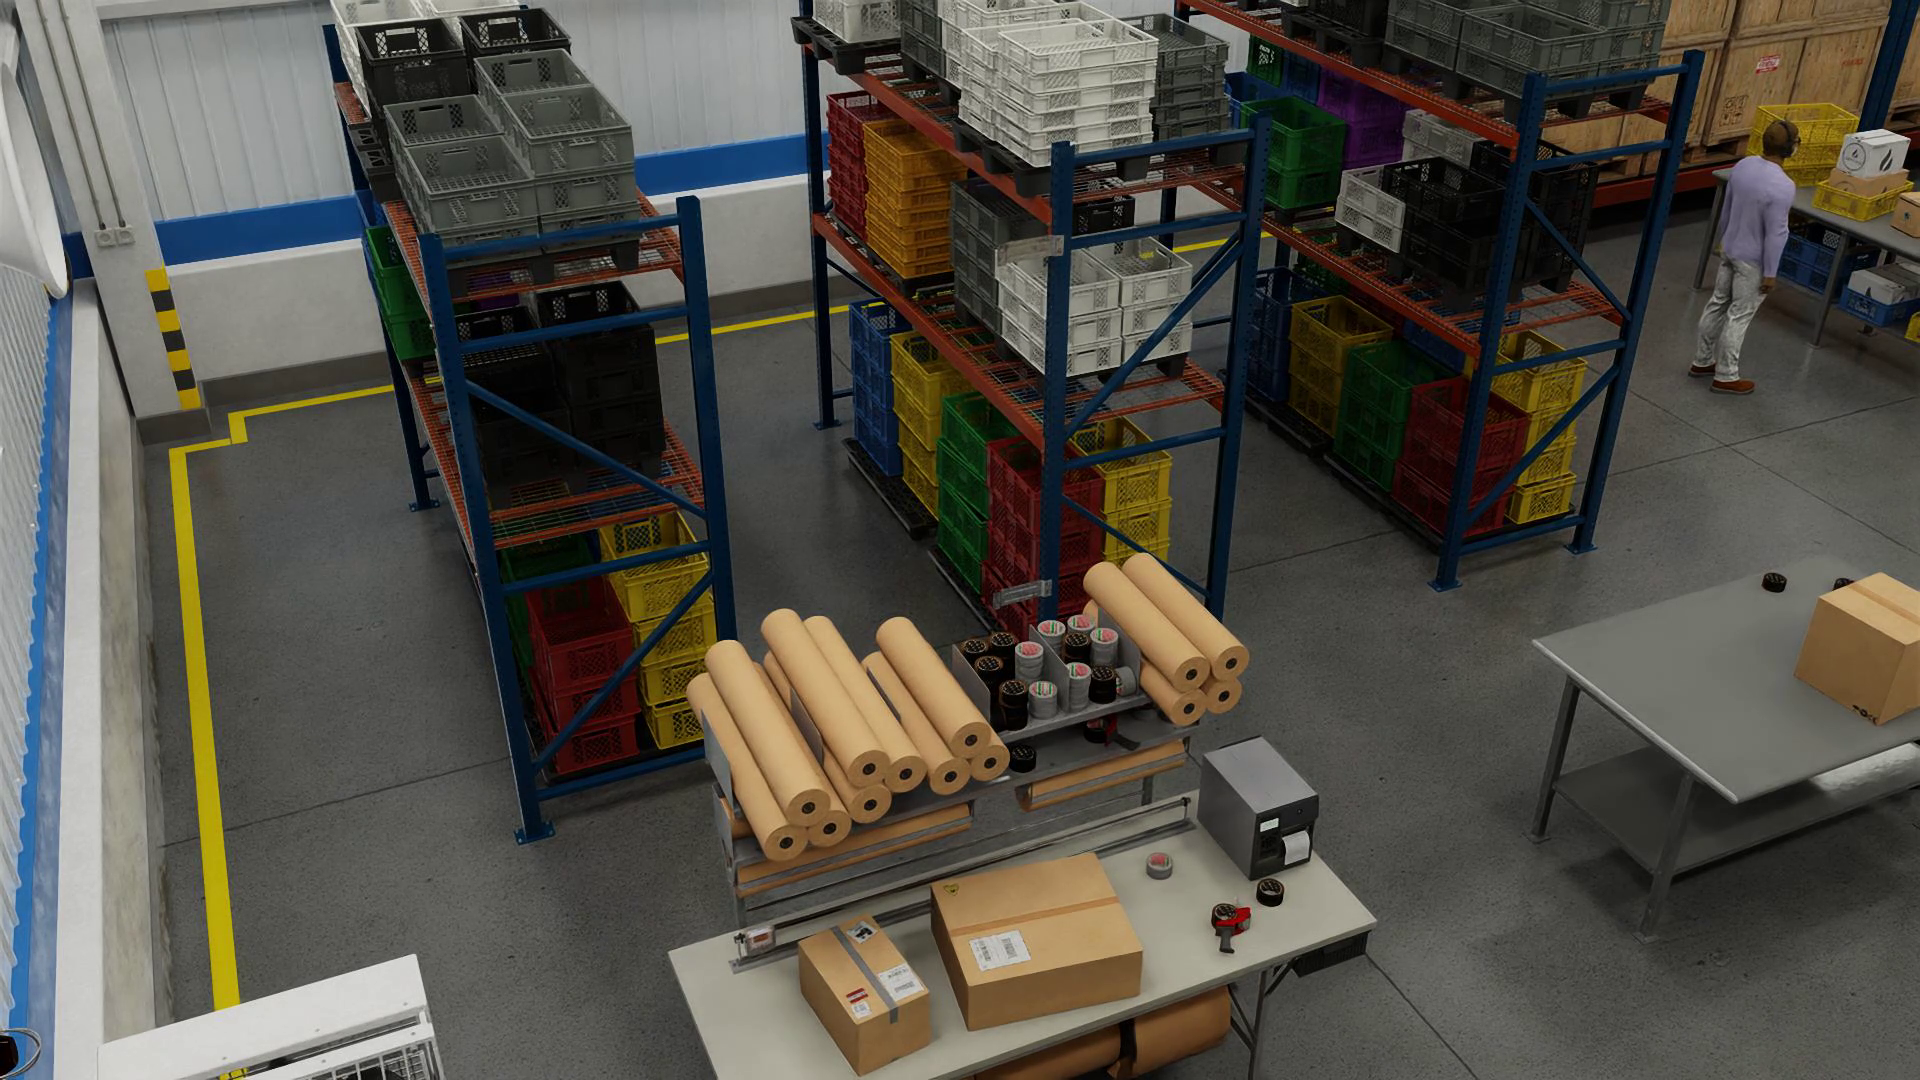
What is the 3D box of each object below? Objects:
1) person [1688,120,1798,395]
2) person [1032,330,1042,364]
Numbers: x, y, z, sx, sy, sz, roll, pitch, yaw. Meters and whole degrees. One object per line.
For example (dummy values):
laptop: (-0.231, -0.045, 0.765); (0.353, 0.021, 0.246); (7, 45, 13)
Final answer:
person: (5.478, -1.960, 11.549); (0.367, 1.940, 0.634); (-5, 32, -8)
person: (0.505, -1.947, 11.623); (0.612, 1.857, 0.842); (-24, 39, -34)
